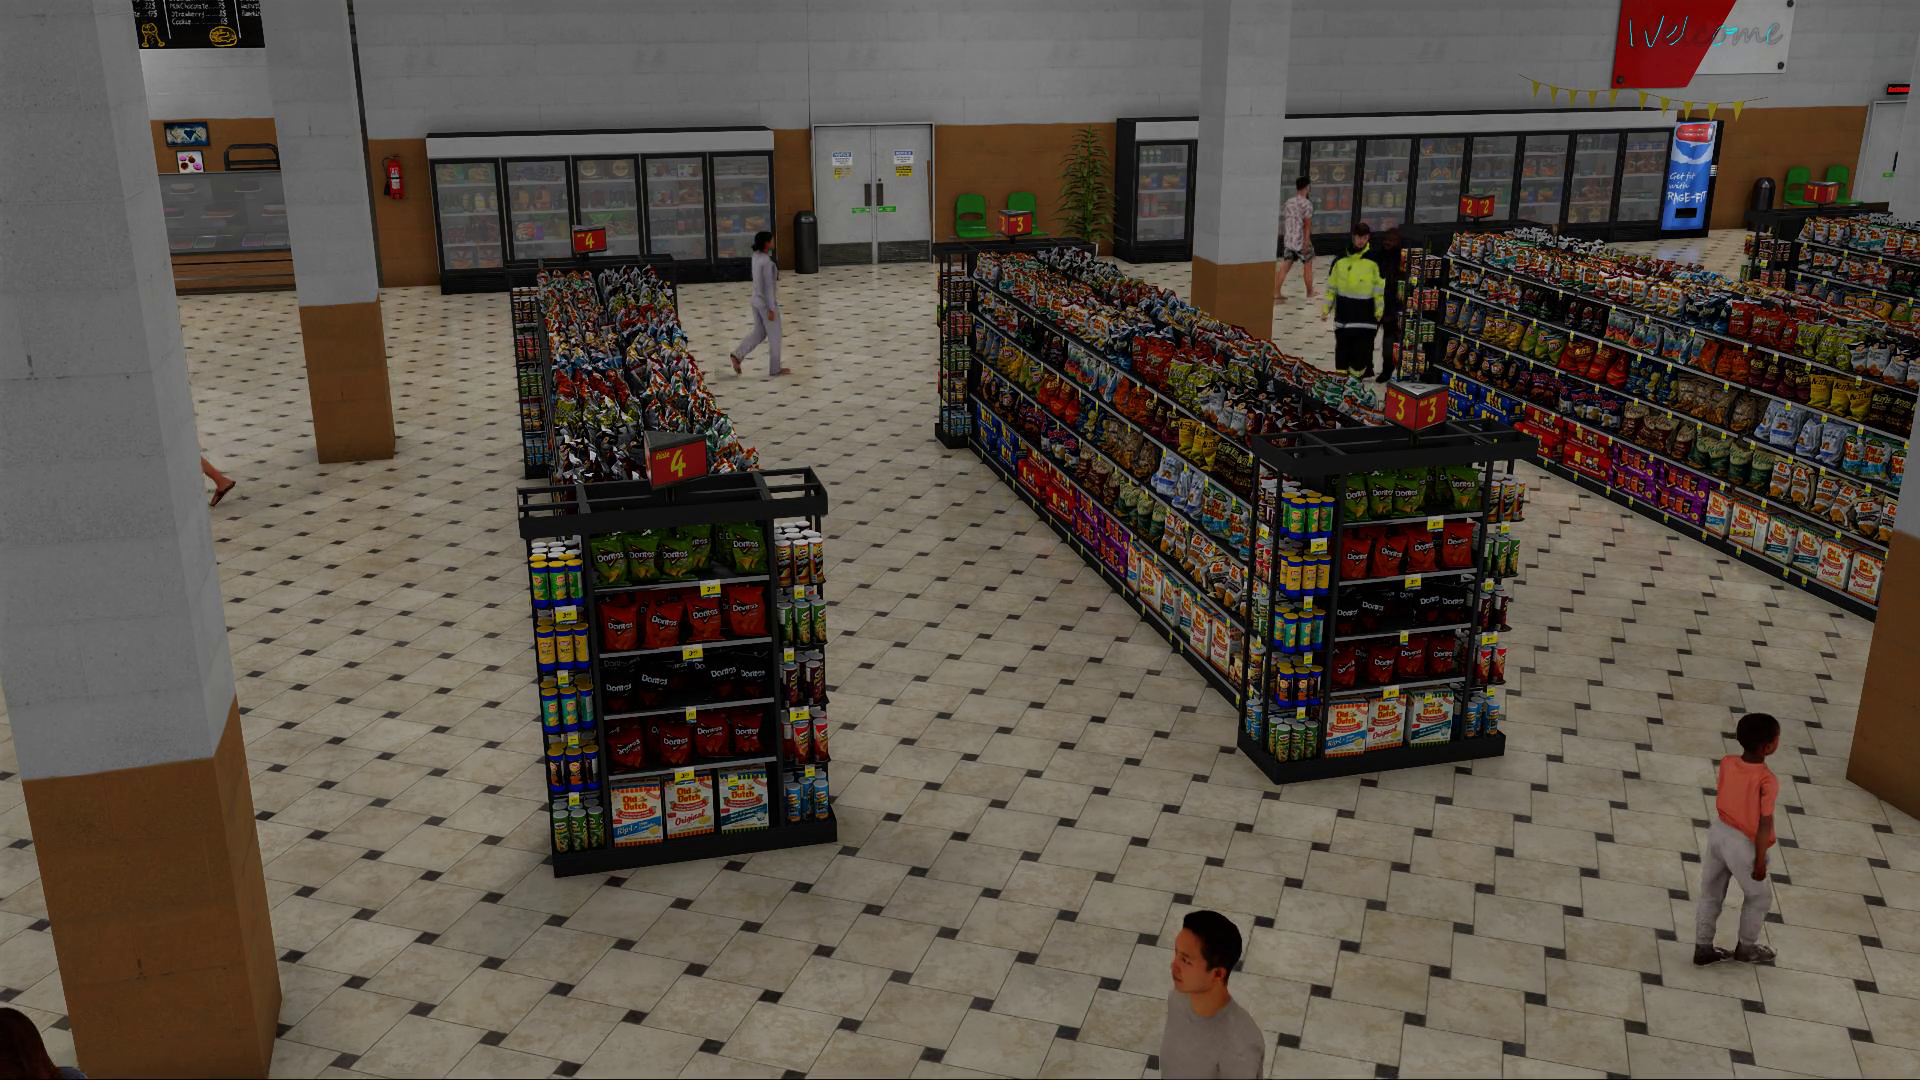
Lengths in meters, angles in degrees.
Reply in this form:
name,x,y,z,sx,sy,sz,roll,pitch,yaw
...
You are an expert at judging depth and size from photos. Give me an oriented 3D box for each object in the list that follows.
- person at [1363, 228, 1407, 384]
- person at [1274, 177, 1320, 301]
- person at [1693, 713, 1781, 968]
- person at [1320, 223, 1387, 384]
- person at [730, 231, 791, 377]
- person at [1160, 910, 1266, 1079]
name,x,y,z,sx,sy,sz,roll,pitch,yaw
person,5.038,-2.742,19.389,0.922,1.798,0.866,-15,24,-38
person,4.831,-4.324,24.121,1.052,1.772,1.170,-14,23,-36
person,3.601,1.432,7.792,0.611,1.298,0.602,-7,20,-21
person,4.486,-2.584,18.658,0.909,1.967,1.012,17,25,41
person,-2.377,-2.736,19.603,0.882,1.651,0.982,-11,21,-29
person,0.870,2.007,5.336,0.847,1.778,1.104,-9,21,-25
